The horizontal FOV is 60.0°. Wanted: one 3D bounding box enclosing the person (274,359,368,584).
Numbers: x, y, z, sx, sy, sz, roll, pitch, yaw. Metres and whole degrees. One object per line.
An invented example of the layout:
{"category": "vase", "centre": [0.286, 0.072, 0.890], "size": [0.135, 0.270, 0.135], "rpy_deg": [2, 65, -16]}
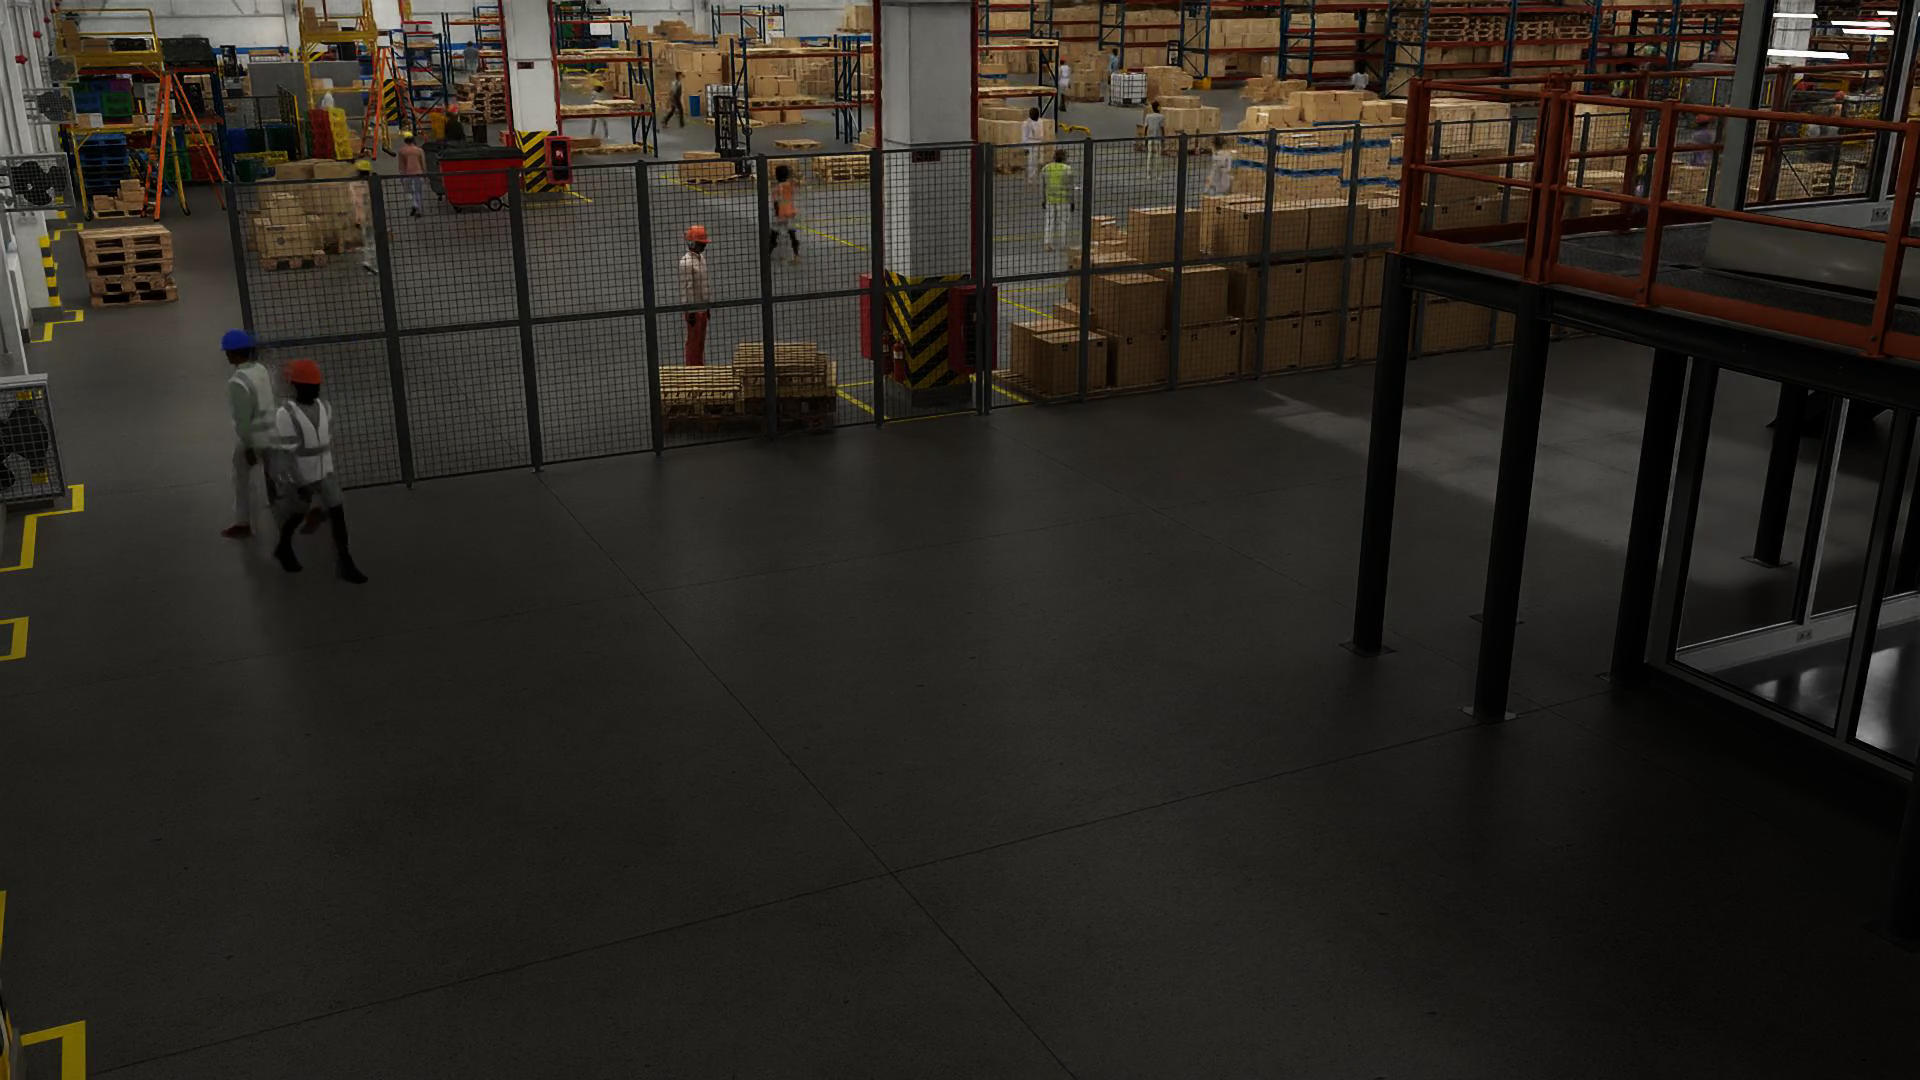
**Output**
{"category": "person", "centre": [-5.454, -0.591, 13.862], "size": [0.954, 1.906, 0.538], "rpy_deg": [12, 22, 31]}

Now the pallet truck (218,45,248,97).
{"category": "pallet truck", "centre": [-28.879, -18.665, 66.111], "size": [0.823, 1.965, 1.885], "rpy_deg": [-3, 19, -9]}

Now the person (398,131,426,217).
{"category": "person", "centre": [-11.223, -7.496, 34.105], "size": [0.543, 1.752, 0.385], "rpy_deg": [-11, 22, -29]}

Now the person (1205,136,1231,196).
{"category": "person", "centre": [4.804, -6.662, 31.434], "size": [0.767, 1.912, 0.652], "rpy_deg": [13, 23, 34]}

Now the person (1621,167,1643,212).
{"category": "person", "centre": [10.877, -5.180, 27.198], "size": [0.974, 1.871, 0.613], "rpy_deg": [8, 20, 21]}

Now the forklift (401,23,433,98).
{"category": "forklift", "centre": [-21.323, -18.794, 65.151], "size": [1.873, 2.768, 1.129], "rpy_deg": [6, 20, 18]}

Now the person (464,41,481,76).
{"category": "person", "centre": [-20.912, -20.446, 71.409], "size": [0.642, 1.897, 0.925], "rpy_deg": [-2, 19, -5]}

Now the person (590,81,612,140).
{"category": "person", "centre": [-10.805, -12.850, 49.713], "size": [0.472, 1.696, 0.915], "rpy_deg": [-17, 25, -41]}

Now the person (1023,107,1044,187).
{"category": "person", "centre": [1.739, -9.199, 38.926], "size": [0.647, 1.824, 0.444], "rpy_deg": [-18, 26, -42]}

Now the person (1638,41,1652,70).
{"category": "person", "centre": [30.880, -21.616, 74.914], "size": [0.613, 1.825, 0.468], "rpy_deg": [-10, 22, -28]}

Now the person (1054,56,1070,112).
{"category": "person", "centre": [3.582, -16.281, 59.332], "size": [0.577, 1.904, 0.860], "rpy_deg": [-11, 22, -29]}

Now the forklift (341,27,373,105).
{"category": "forklift", "centre": [-22.275, -17.346, 60.954], "size": [1.873, 2.768, 1.129], "rpy_deg": [-9, 21, -25]}

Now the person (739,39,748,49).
{"category": "person", "centre": [-9.762, -21.455, 74.407], "size": [0.613, 1.858, 1.049], "rpy_deg": [-5, 20, -13]}

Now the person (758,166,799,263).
{"category": "person", "centre": [-3.137, -5.665, 28.923], "size": [0.864, 1.652, 0.550], "rpy_deg": [14, 24, 35]}

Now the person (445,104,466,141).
{"category": "person", "centre": [-11.519, -8.996, 38.176], "size": [1.039, 1.941, 0.617], "rpy_deg": [-15, 24, -37]}

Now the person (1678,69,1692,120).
{"category": "person", "centre": [24.595, -14.974, 55.902], "size": [0.726, 1.675, 0.537], "rpy_deg": [-9, 21, -24]}

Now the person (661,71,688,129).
{"category": "person", "centre": [-9.110, -13.976, 52.824], "size": [0.797, 1.811, 0.529], "rpy_deg": [7, 20, 19]}

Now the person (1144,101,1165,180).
{"category": "person", "centre": [4.691, -9.630, 40.122], "size": [0.512, 1.866, 0.330], "rpy_deg": [7, 20, 20]}

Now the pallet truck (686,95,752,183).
{"category": "pallet truck", "centre": [-5.836, -9.608, 39.856], "size": [0.823, 1.965, 1.885], "rpy_deg": [10, 22, 27]}

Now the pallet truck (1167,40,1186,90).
{"category": "pallet truck", "centre": [9.045, -19.971, 69.895], "size": [0.823, 1.965, 1.885], "rpy_deg": [-3, 19, -8]}

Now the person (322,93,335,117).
{"category": "person", "centre": [-17.695, -11.929, 46.769], "size": [0.666, 1.869, 0.605], "rpy_deg": [-8, 20, -21]}

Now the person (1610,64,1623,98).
{"category": "person", "centre": [23.206, -16.020, 58.930], "size": [0.793, 1.660, 0.552], "rpy_deg": [12, 22, 30]}

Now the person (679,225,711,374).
{"category": "person", "centre": [-3.183, -2.817, 20.176], "size": [0.380, 1.993, 0.610], "rpy_deg": [3, 19, 8]}

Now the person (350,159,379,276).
{"category": "person", "centre": [-9.801, -5.337, 27.585], "size": [0.598, 1.914, 0.412], "rpy_deg": [11, 22, 29]}

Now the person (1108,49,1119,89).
{"category": "person", "centre": [6.533, -19.844, 70.039], "size": [0.762, 1.645, 0.538], "rpy_deg": [18, 26, 41]}

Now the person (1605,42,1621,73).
{"category": "person", "centre": [28.297, -20.729, 72.333], "size": [0.642, 1.846, 1.018], "rpy_deg": [-4, 19, -11]}

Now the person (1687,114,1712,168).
{"category": "person", "centre": [15.675, -8.047, 35.348], "size": [0.629, 1.992, 1.042], "rpy_deg": [-10, 22, -28]}

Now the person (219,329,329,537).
{"category": "person", "centre": [-6.224, -0.944, 14.898], "size": [0.915, 1.913, 0.612], "rpy_deg": [2, 19, 7]}

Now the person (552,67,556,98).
{"category": "person", "centre": [-14.037, -15.560, 57.232], "size": [0.416, 1.913, 0.663], "rpy_deg": [3, 19, 9]}

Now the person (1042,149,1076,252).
{"category": "person", "centre": [1.779, -6.100, 29.984], "size": [0.654, 1.834, 0.440], "rpy_deg": [9, 21, 25]}

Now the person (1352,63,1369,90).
{"category": "person", "centre": [13.203, -14.713, 54.765], "size": [0.610, 1.928, 0.877], "rpy_deg": [-2, 19, -7]}

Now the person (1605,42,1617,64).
{"category": "person", "centre": [28.594, -20.960, 72.901], "size": [0.996, 1.893, 0.646], "rpy_deg": [0, 19, 1]}

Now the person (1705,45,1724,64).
{"category": "person", "centre": [31.170, -19.504, 68.782], "size": [0.648, 1.853, 1.029], "rpy_deg": [1, 19, 2]}

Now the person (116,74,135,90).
{"category": "person", "centre": [-29.479, -16.074, 58.736], "size": [0.489, 1.920, 0.616], "rpy_deg": [12, 23, 32]}
